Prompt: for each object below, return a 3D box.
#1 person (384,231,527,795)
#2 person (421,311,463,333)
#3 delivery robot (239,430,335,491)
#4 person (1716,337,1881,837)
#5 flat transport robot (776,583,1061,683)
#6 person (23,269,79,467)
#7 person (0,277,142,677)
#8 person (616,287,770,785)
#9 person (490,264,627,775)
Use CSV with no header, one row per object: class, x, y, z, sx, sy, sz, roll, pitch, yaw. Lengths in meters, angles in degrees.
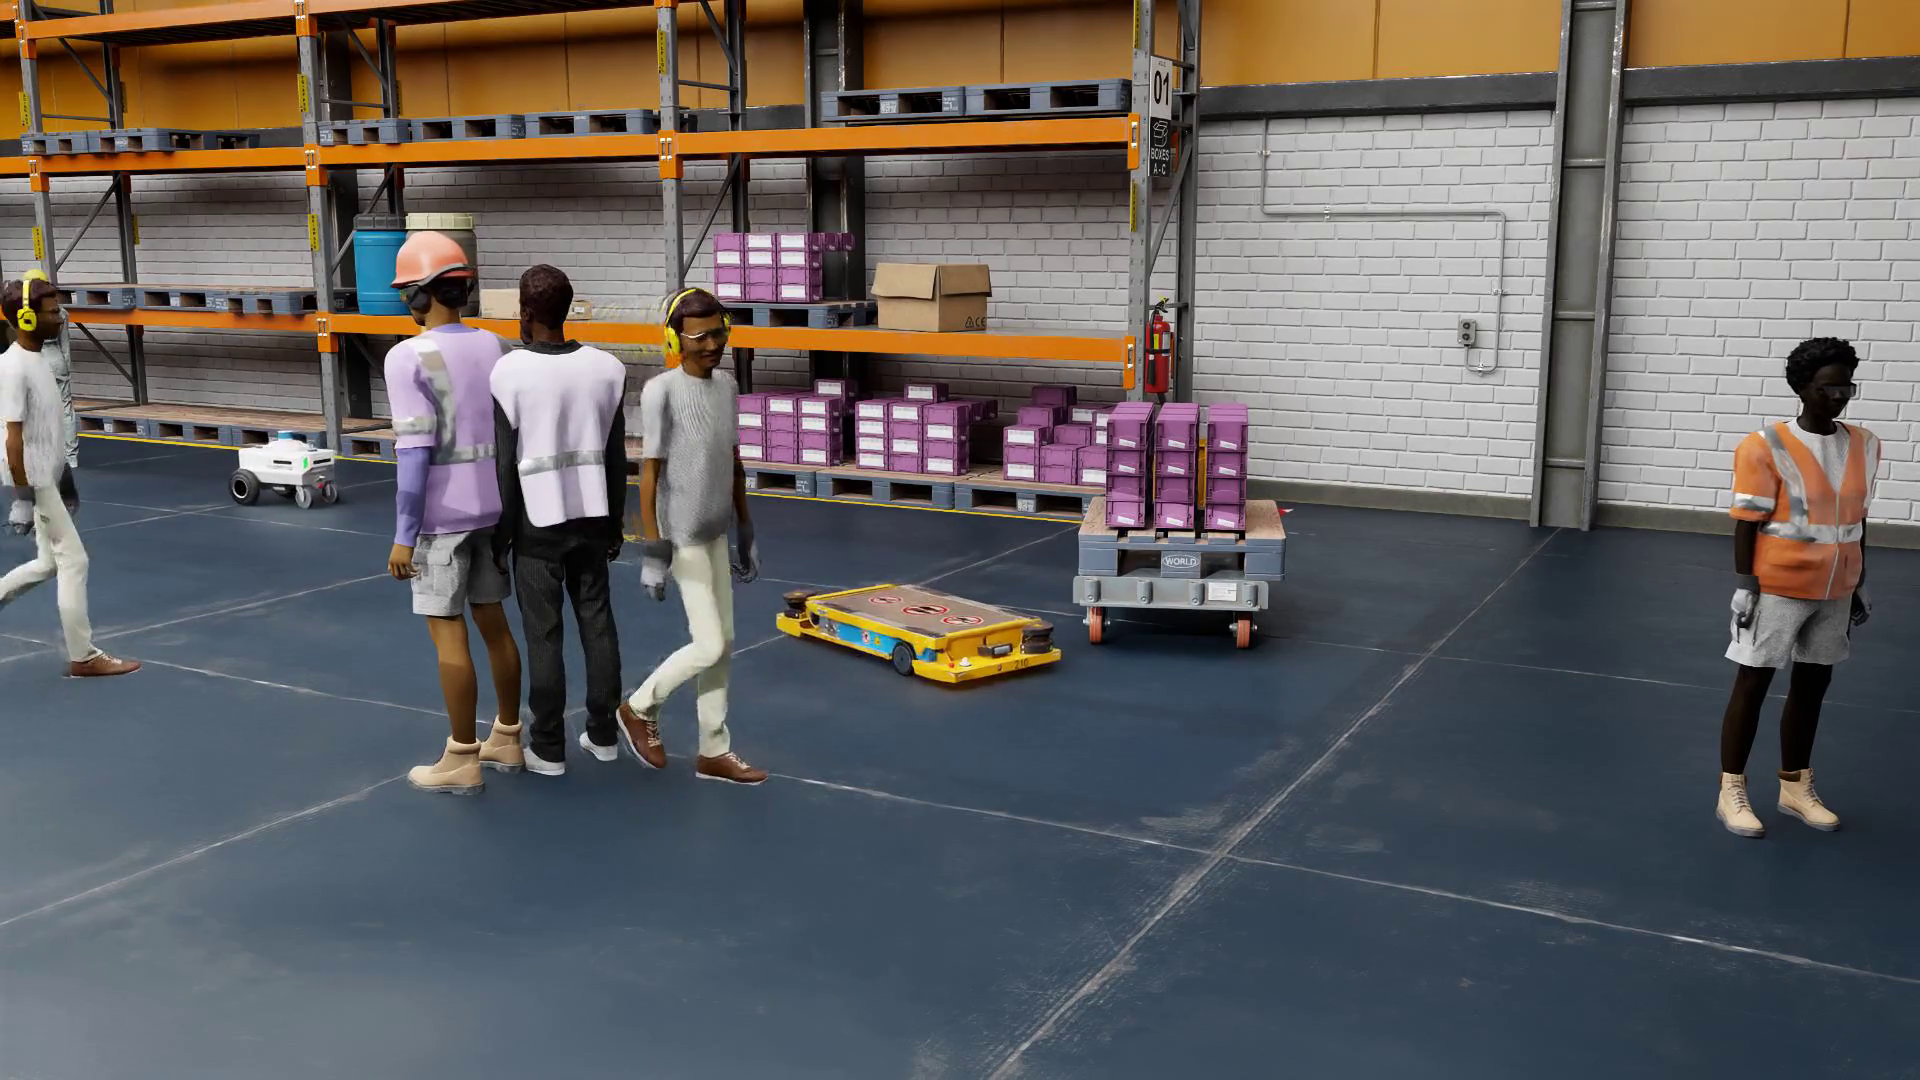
person,-1.866,-0.092,6.077,0.392,2.039,0.615,5,11,24
person,-4.013,-1.308,13.038,0.376,1.934,0.546,-7,13,-34
delivery robot,-5.102,-0.587,12.606,0.707,0.478,0.477,4,11,22
person,2.840,0.163,5.623,0.540,1.695,0.317,-2,11,-12
flat transport robot,-0.230,0.421,8.118,0.652,0.197,1.431,-9,13,-39
person,-7.963,-1.472,14.462,0.297,1.744,0.487,5,11,24
person,-4.227,-0.257,7.523,0.745,1.851,0.535,-4,11,-21
person,-0.990,0.003,6.083,0.498,1.849,0.551,4,11,23
person,-1.514,-0.069,6.279,0.591,1.922,0.392,-10,14,-43
